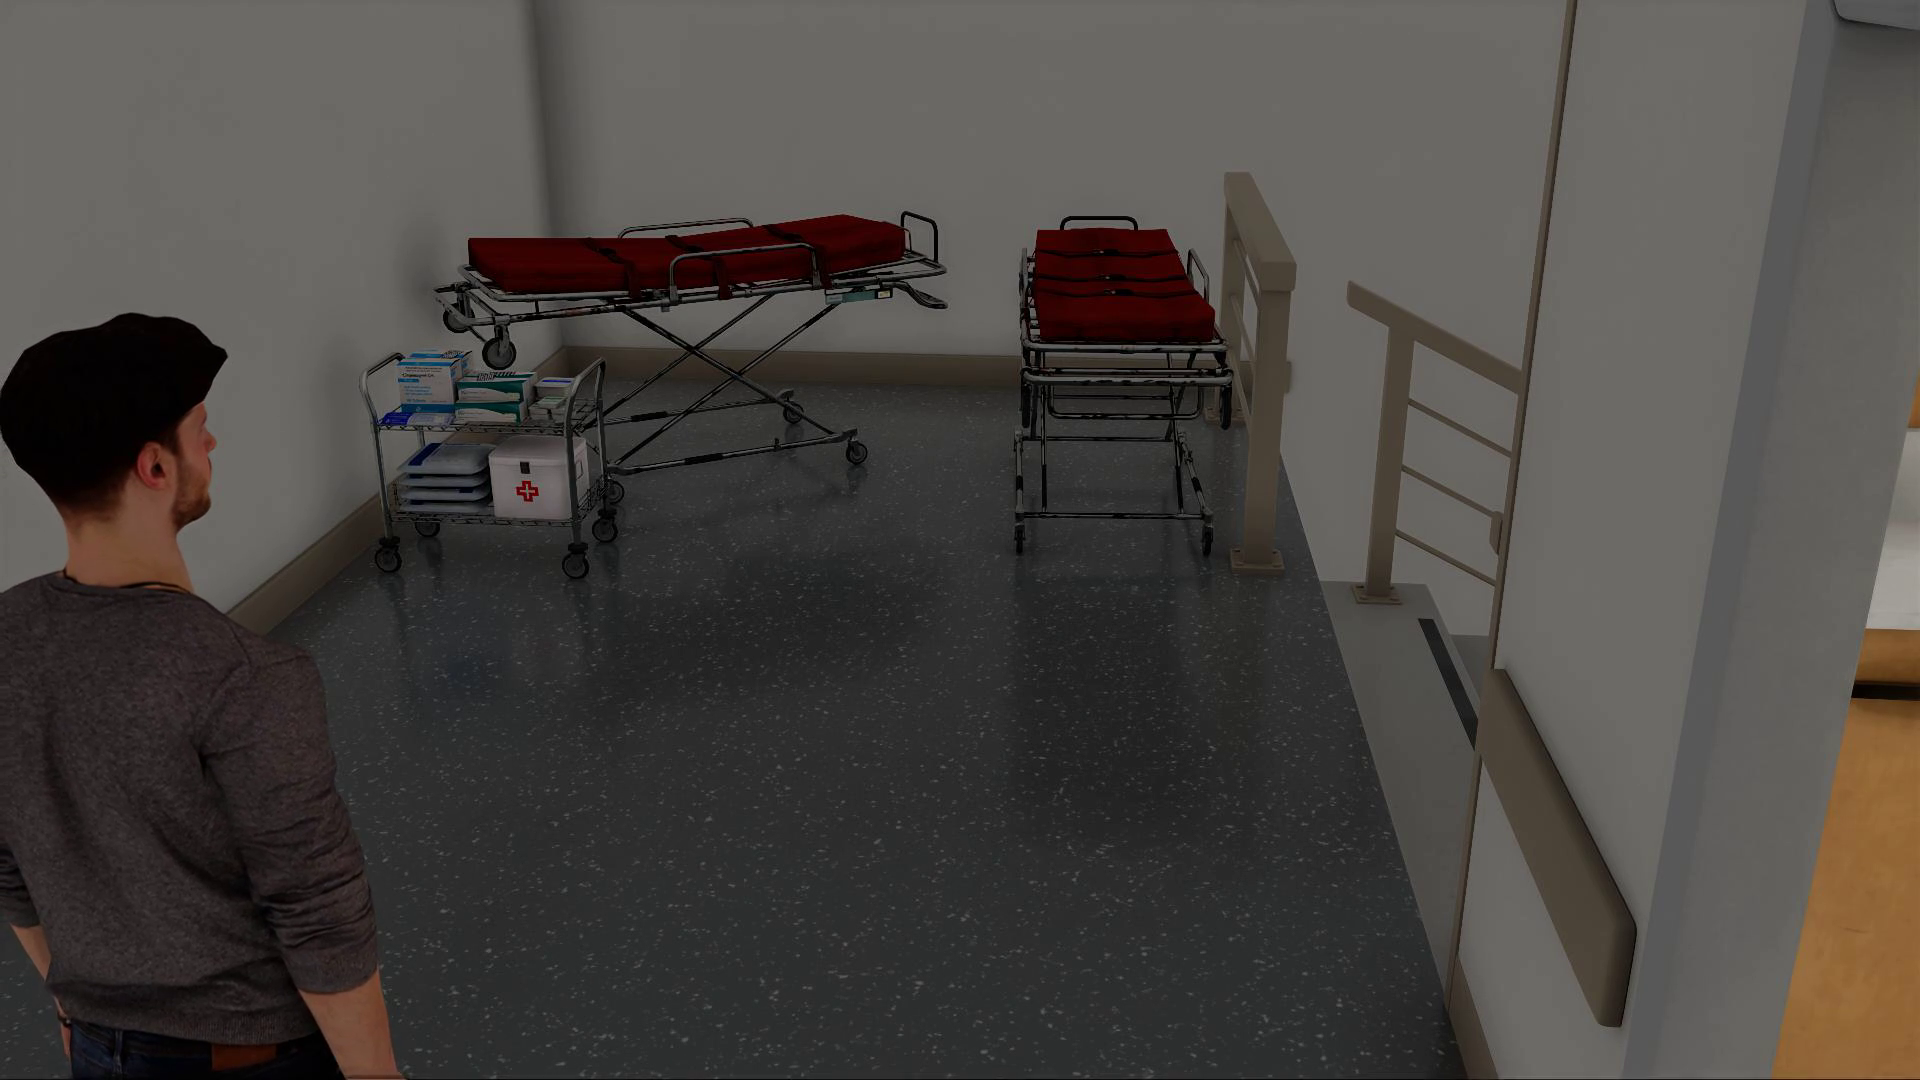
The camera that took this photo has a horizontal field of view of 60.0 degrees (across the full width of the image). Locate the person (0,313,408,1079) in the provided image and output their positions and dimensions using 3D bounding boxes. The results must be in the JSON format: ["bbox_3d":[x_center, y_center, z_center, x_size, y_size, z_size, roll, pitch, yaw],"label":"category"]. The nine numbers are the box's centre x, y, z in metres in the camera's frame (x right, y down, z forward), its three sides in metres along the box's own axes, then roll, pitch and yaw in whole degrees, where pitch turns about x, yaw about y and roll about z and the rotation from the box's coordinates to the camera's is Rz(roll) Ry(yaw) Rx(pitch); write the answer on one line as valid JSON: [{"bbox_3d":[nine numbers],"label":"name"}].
[{"bbox_3d":[-0.977,0.659,2.161,0.752,1.903,0.651,7,22,18],"label":"person"}]
